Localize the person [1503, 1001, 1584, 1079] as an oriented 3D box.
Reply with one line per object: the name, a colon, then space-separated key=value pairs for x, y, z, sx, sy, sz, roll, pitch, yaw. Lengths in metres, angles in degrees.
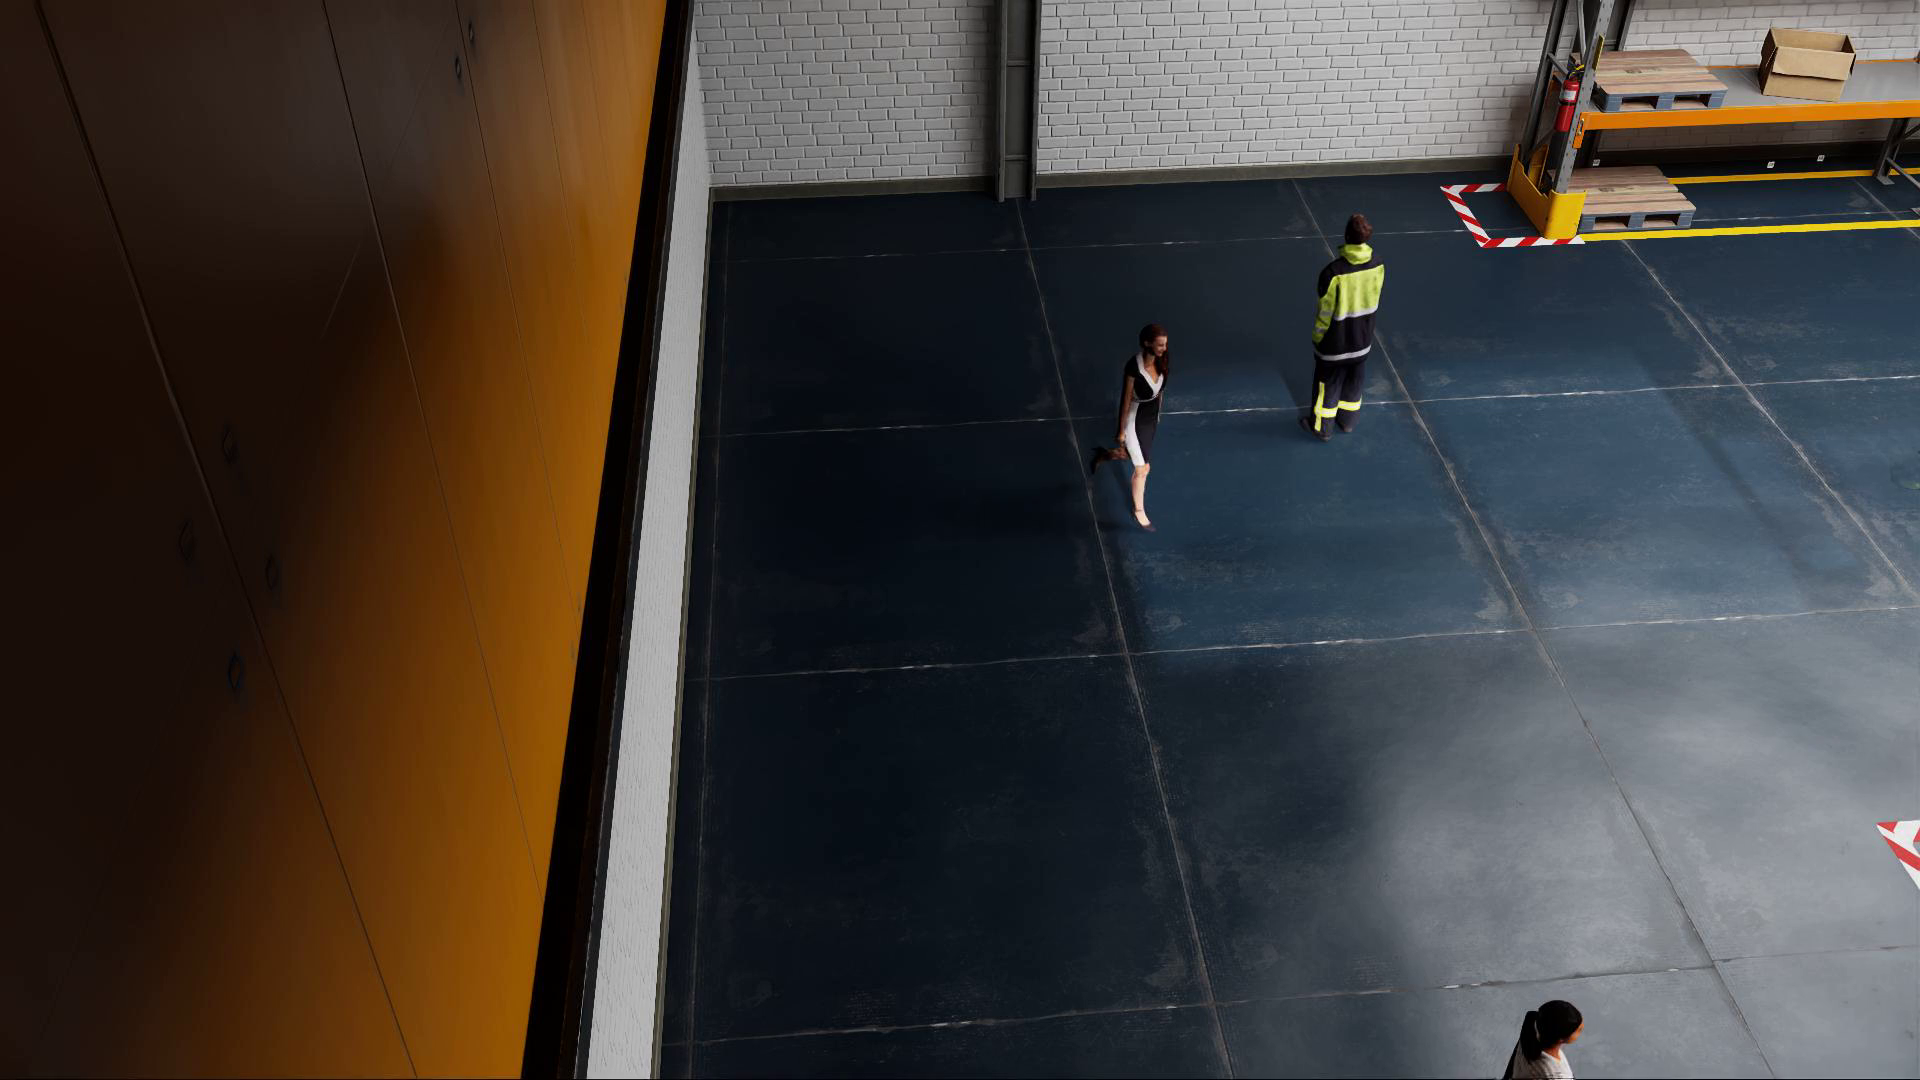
person: x=2.687 y=2.831 z=8.143 sx=1.136 sy=1.605 sz=0.694 roll=3 pitch=39 yaw=4

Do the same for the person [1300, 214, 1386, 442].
person: x=3.124 y=-1.728 z=13.551 sx=0.736 sy=1.980 sz=0.915 roll=-17 pitch=42 yaw=-20

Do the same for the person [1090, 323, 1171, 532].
person: x=1.302 y=-0.923 z=12.712 sx=1.076 sy=1.768 sz=1.070 roll=-27 pitch=46 yaw=-29
